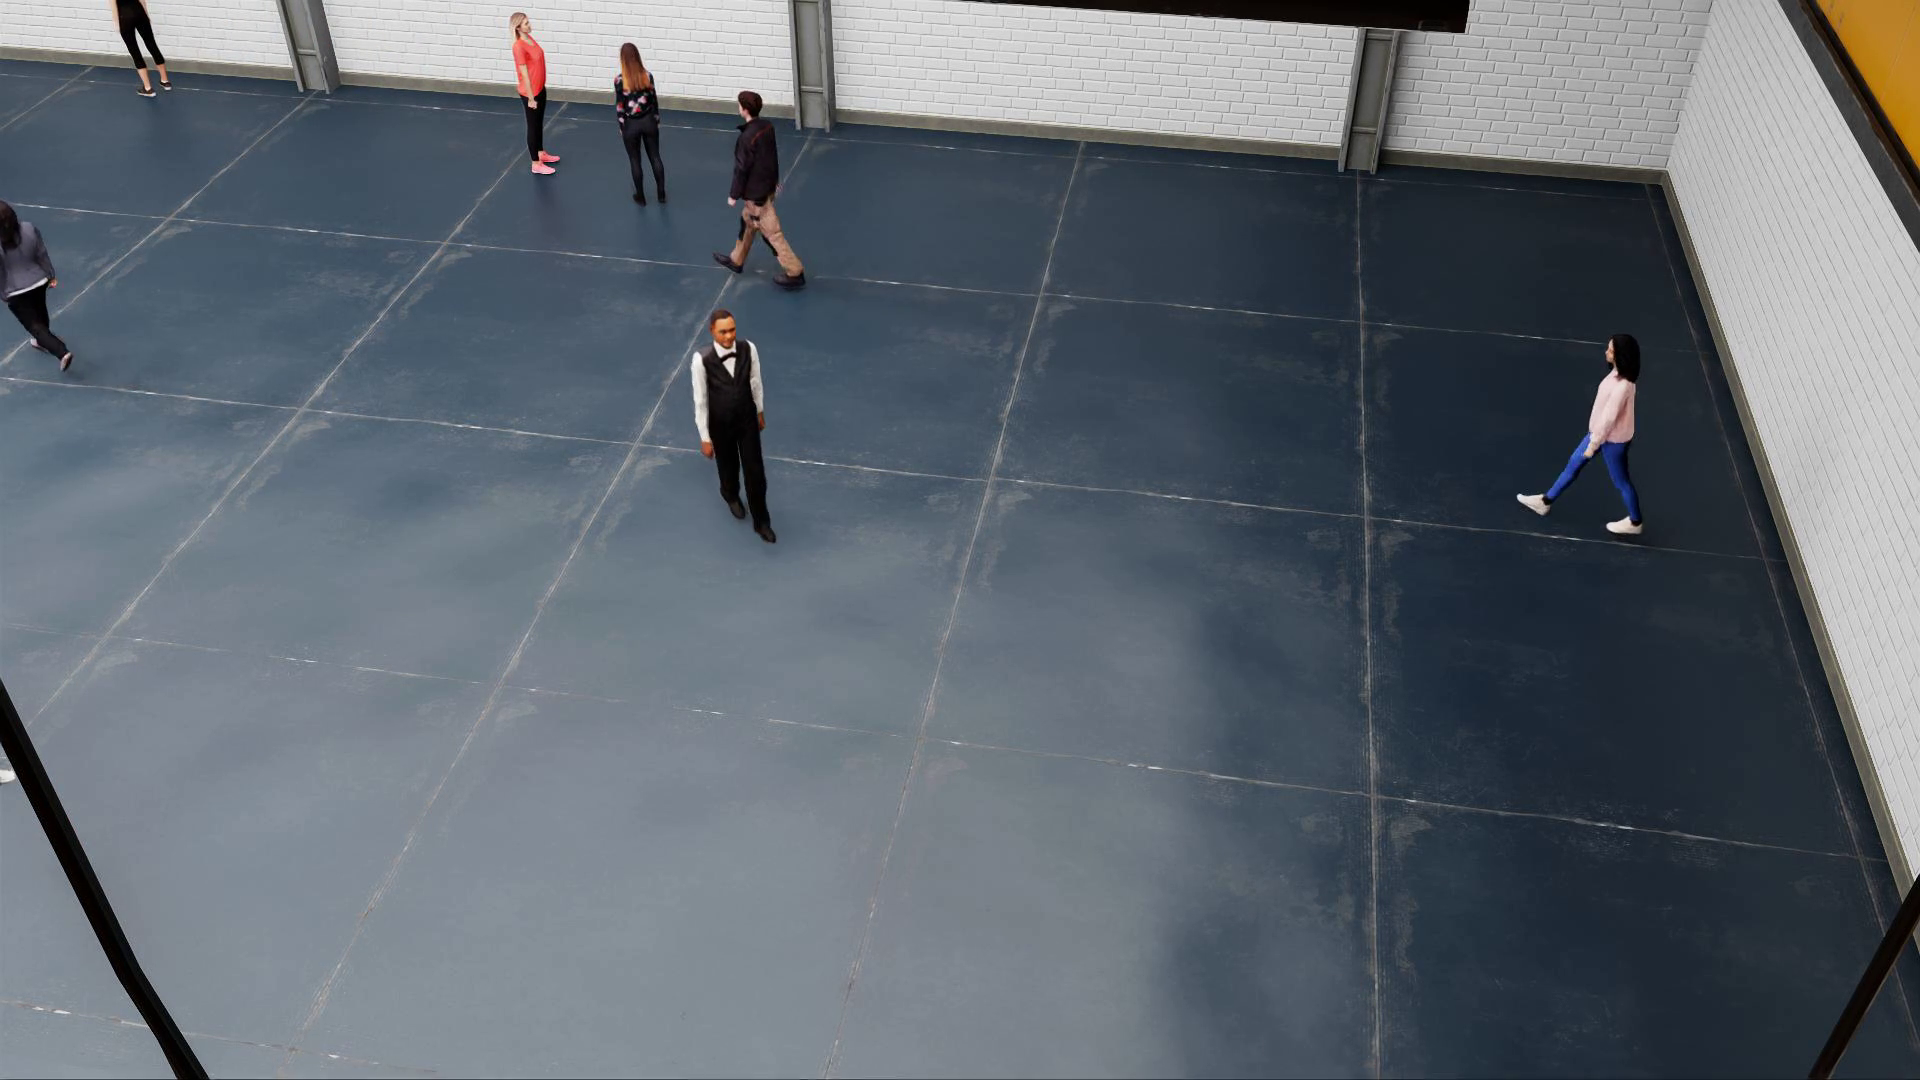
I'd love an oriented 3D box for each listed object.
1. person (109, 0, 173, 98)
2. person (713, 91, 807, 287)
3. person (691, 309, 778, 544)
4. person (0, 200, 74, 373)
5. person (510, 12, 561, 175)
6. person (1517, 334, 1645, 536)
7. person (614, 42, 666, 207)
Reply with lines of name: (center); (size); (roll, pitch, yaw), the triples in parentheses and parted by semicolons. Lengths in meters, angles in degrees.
person: (-9.421, -5.927, 18.933); (0.658, 1.726, 0.645); (26, 45, 29)
person: (-1.784, -3.179, 15.370); (1.247, 1.879, 0.803); (11, 40, 14)
person: (-1.761, -0.946, 12.590); (1.118, 1.860, 1.113); (-15, 41, -18)
person: (-8.052, -2.189, 14.377); (1.118, 1.572, 0.891); (20, 43, 23)
person: (-4.485, -4.697, 17.420); (0.578, 1.693, 0.632); (0, 39, 0)
person: (4.955, -0.724, 12.438); (1.232, 1.702, 0.792); (12, 40, 15)
person: (-3.241, -4.203, 16.809); (0.617, 1.684, 0.715); (-15, 41, -18)
